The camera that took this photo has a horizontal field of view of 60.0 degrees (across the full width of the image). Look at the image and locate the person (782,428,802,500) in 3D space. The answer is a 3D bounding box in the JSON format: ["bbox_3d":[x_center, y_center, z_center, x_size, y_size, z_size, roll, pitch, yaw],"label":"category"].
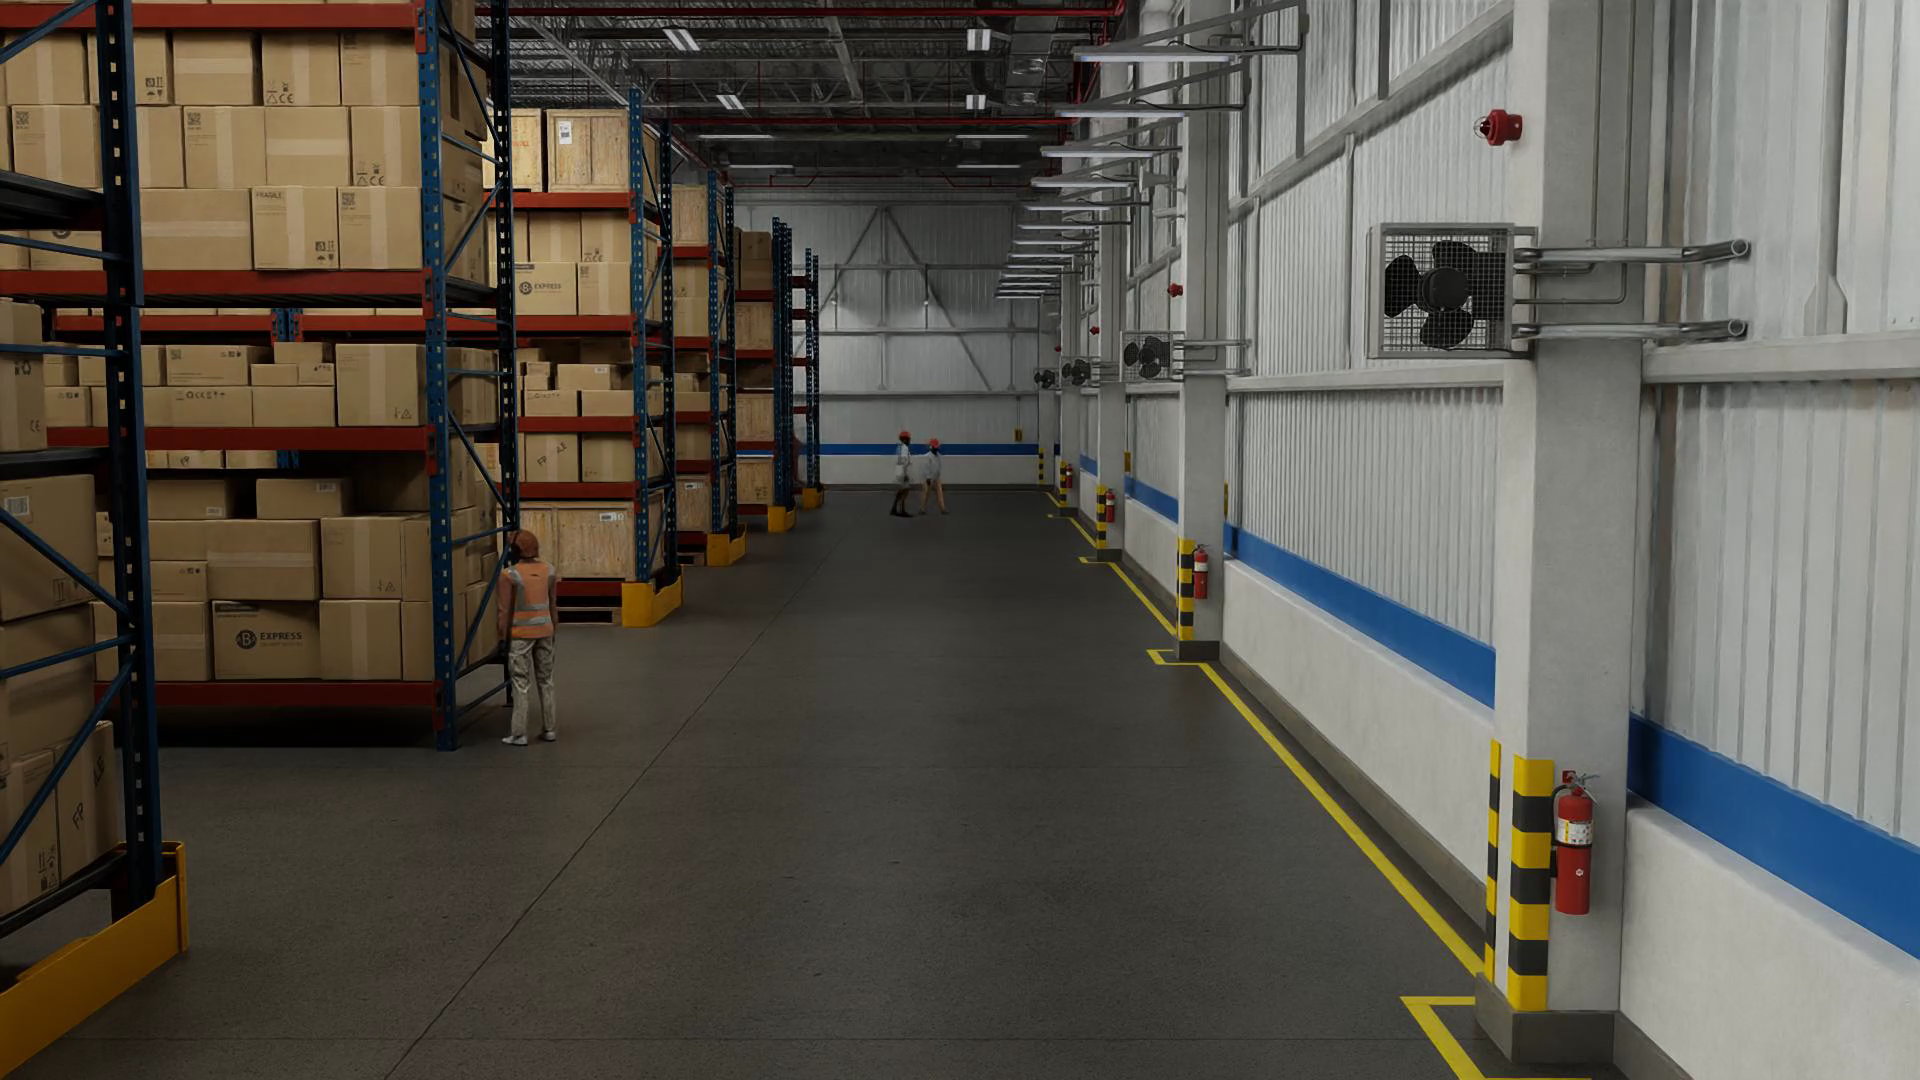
[{"bbox_3d":[-4.291,-1.941,42.317,0.812,1.878,0.649,4,7,42],"label":"person"}]

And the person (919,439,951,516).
[{"bbox_3d":[-0.604,-1.386,36.928,0.848,1.715,0.577,5,7,44],"label":"person"}]

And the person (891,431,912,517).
[{"bbox_3d":[-1.250,-1.431,36.348,0.408,1.900,0.624,-1,5,-15],"label":"person"}]

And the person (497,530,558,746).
[{"bbox_3d":[-3.248,0.736,12.543,0.318,1.631,0.520,4,6,41],"label":"person"}]
